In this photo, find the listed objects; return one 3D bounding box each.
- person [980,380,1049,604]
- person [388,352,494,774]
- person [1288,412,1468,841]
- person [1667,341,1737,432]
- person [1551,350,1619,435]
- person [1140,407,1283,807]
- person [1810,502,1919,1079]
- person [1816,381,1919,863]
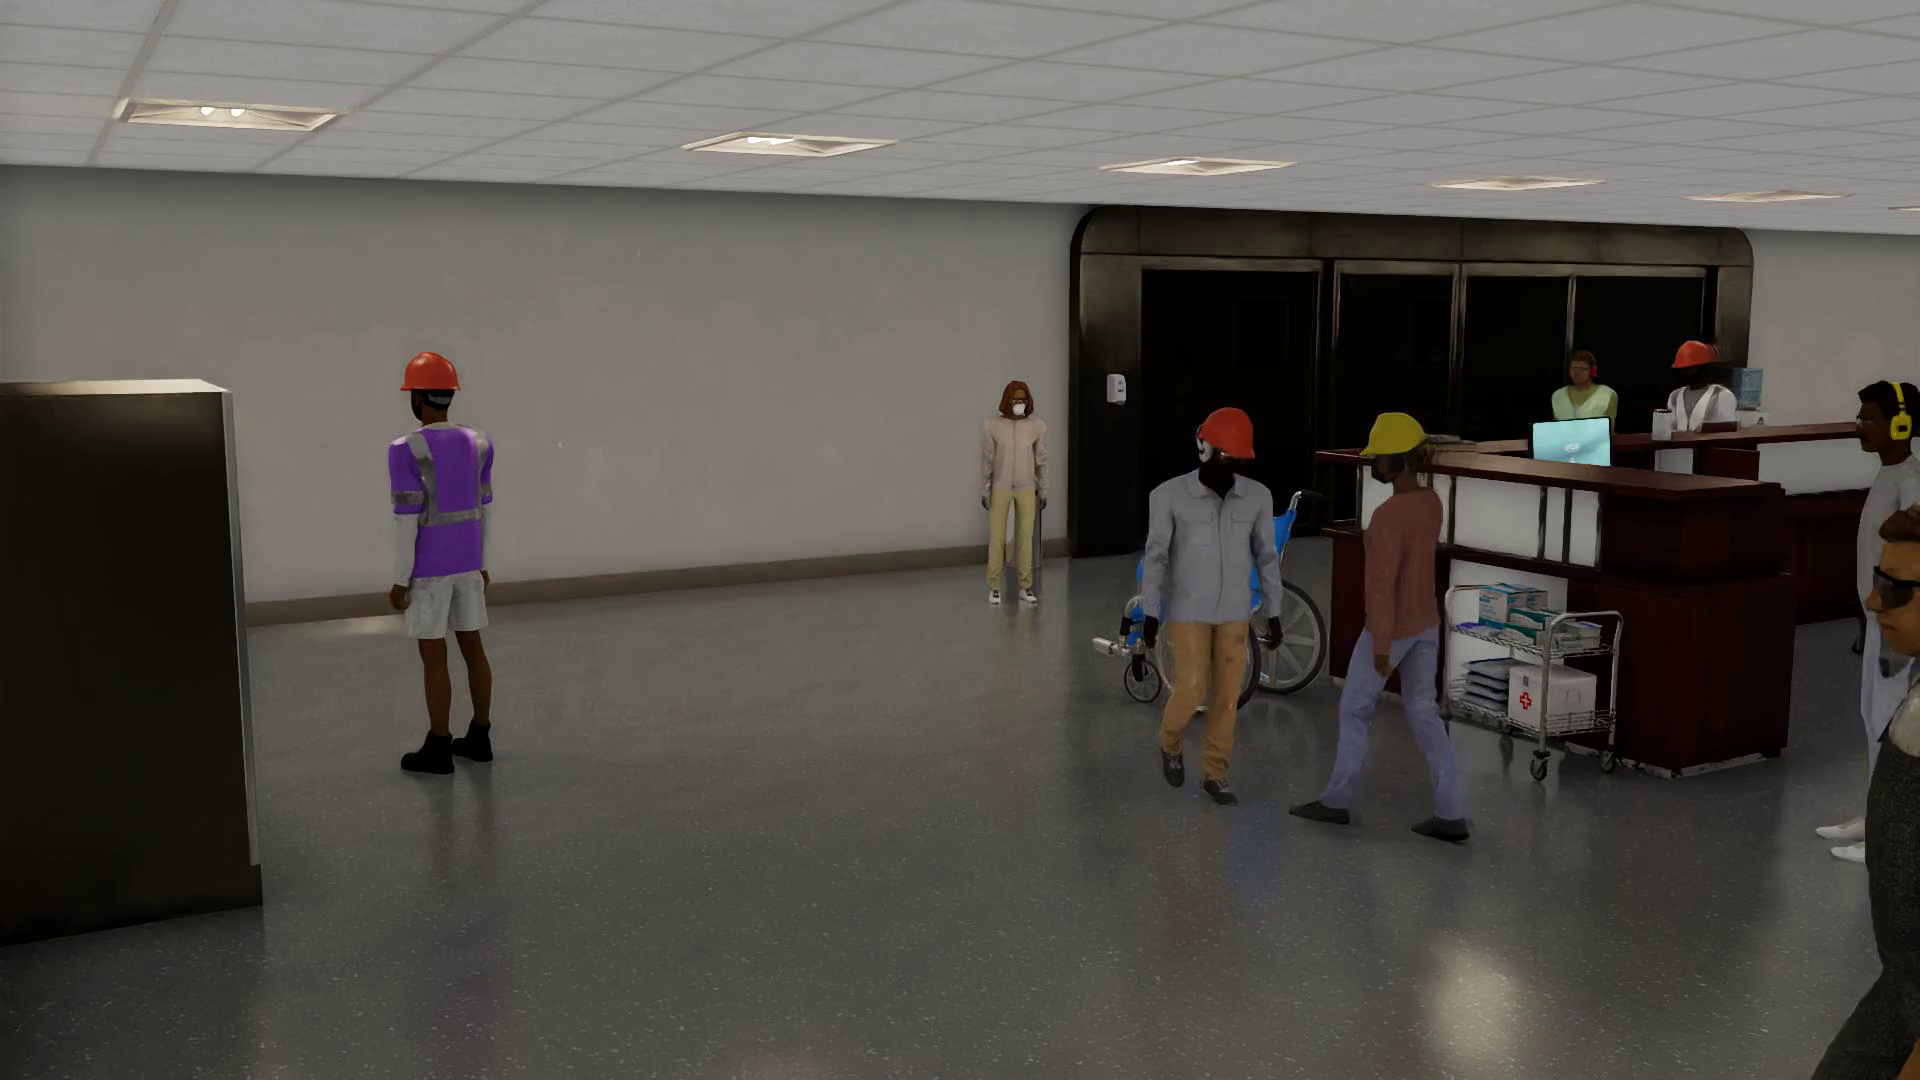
[{"bbox_3d":[0.395,-0.343,12.072,0.504,1.627,0.286,-1,8,-9],"label":"person"},{"bbox_3d":[-2.402,0.107,7.674,0.357,1.938,0.542,5,9,33],"label":"person"},{"bbox_3d":[1.754,0.344,6.727,0.553,1.733,0.753,-8,11,-43],"label":"person"},{"bbox_3d":[5.415,-0.518,12.348,0.855,1.894,0.560,-4,9,-24],"label":"person"},{"bbox_3d":[5.074,-0.636,13.503,0.782,1.812,0.579,-8,11,-43],"label":"person"},{"bbox_3d":[1.072,0.287,7.144,0.600,1.721,0.453,-2,8,-14],"label":"person"},{"bbox_3d":[1.588,0.828,2.861,0.756,1.817,0.530,2,8,11],"label":"person"},{"bbox_3d":[3.577,0.319,6.430,0.324,1.862,0.512,3,8,18],"label":"person"}]
